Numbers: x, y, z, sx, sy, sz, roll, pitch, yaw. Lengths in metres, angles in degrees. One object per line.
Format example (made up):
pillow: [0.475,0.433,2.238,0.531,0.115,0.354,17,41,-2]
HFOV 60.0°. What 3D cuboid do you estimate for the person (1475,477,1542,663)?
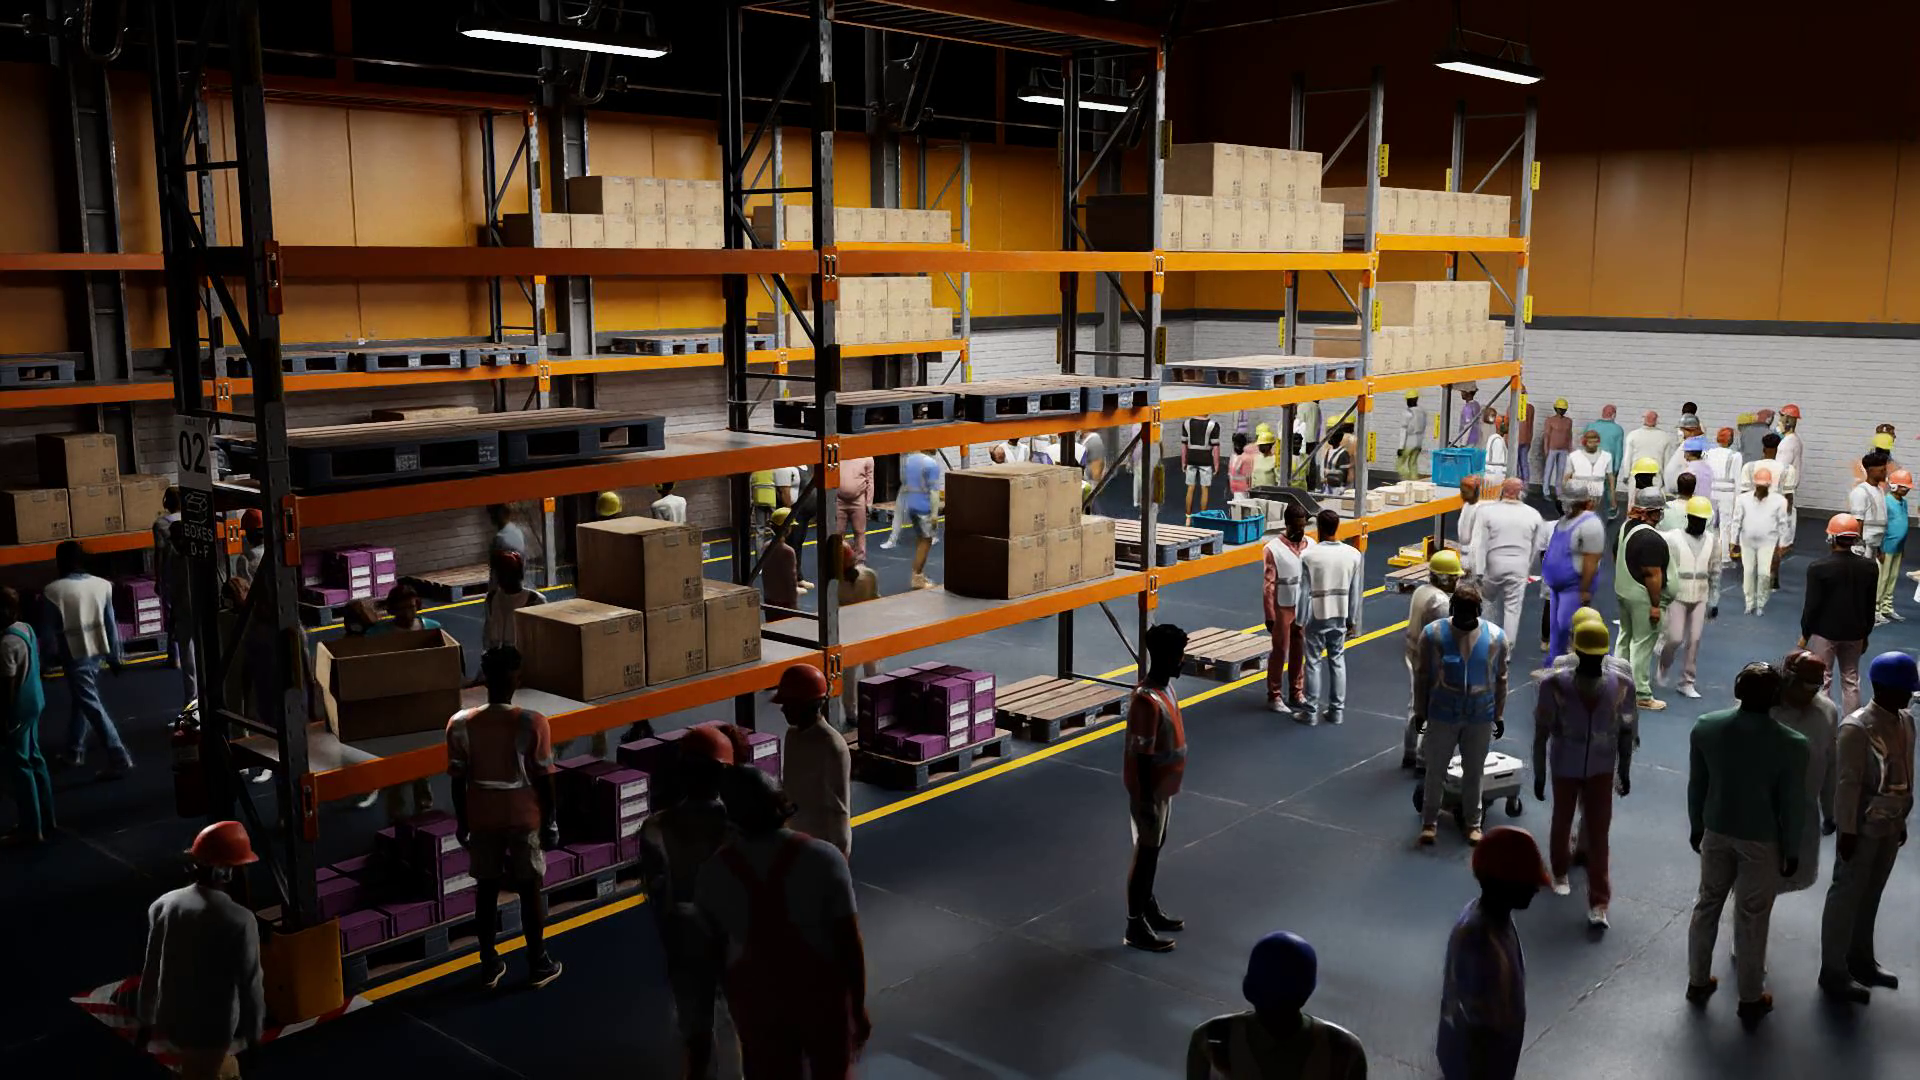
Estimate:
person: [5.602,0.281,17.118,0.640,1.865,0.929,2,10,9]

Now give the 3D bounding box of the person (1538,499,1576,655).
person: [6.235,0.356,17.187,0.535,1.697,0.318,9,13,42]

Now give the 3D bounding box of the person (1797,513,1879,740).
person: [7.281,0.769,13.829,0.609,1.995,0.378,-1,10,-3]

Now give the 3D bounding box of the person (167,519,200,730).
person: [-6.686,0.733,14.444,0.508,1.865,0.329,4,10,22]

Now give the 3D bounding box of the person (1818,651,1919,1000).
person: [5.080,1.561,9.241,0.614,1.945,0.406,-6,11,-33]

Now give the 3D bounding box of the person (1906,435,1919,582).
person: [12.330,-0.477,21.173,0.420,2.032,0.608,2,10,11]

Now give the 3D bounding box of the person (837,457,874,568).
person: [-1.438,-0.486,21.587,0.641,1.908,0.407,0,10,2]

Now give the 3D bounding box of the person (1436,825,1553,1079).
person: [2.055,2.036,6.478,0.384,1.946,0.548,5,11,26]

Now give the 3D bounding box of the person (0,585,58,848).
person: [-6.595,1.216,11.634,0.327,1.838,0.510,-2,10,-12]

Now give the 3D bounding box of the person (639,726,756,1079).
person: [-1.084,1.835,7.499,0.669,1.983,0.820,1,10,9]

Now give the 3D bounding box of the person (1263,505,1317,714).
person: [2.967,0.616,15.018,0.597,1.907,0.402,-6,11,-32]

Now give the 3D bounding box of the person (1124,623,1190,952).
person: [1.167,1.448,9.890,0.369,1.957,0.605,3,10,16]

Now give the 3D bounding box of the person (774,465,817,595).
person: [-1.985,-0.362,20.445,0.537,2.000,0.680,2,10,10]

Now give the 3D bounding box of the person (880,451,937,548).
person: [-0.705,-0.737,23.714,0.884,1.701,0.492,-8,12,-39]

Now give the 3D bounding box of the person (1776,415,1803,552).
person: [11.618,-0.797,23.380,0.366,1.931,0.632,7,12,37]

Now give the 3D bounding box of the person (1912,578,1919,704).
person: [9.006,0.607,15.275,0.563,1.835,0.401,-8,13,-40]

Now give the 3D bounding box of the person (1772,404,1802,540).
person: [12.077,-0.996,24.396,0.391,1.986,0.609,1,10,3]

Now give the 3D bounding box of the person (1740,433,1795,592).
person: [9.955,-0.342,20.550,0.613,1.962,0.367,4,10,25]

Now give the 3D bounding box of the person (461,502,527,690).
person: [-4.202,0.522,15.615,0.992,1.903,0.641,-1,10,-8]

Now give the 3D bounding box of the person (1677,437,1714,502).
person: [8.969,-0.309,20.488,0.616,1.925,0.591,-6,11,-31]

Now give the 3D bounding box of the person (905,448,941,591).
person: [-0.467,-0.376,20.696,0.648,1.987,0.635,-8,12,-39]

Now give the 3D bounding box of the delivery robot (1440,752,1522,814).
delivery robot: [3.755,1.724,12.142,0.707,0.478,0.477,-5,11,-28]

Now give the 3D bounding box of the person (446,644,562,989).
person: [-2.533,1.547,9.292,0.603,1.958,0.380,1,10,4]

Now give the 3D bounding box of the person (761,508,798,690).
person: [-1.679,0.572,15.690,0.330,1.768,0.526,-7,12,-36]

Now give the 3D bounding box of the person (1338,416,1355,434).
person: [6.118,-1.184,26.566,0.498,1.634,0.280,-9,13,-43]

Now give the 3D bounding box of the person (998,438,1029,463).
person: [0.719,-0.693,22.746,0.543,1.933,0.363,-5,11,-26]

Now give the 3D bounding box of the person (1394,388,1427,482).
person: [7.683,-1.645,28.470,0.644,1.913,0.460,-7,12,-35]

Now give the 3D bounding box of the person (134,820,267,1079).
person: [-3.246,2.049,7.103,0.611,1.688,0.917,5,11,28]

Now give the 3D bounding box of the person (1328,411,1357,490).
person: [5.551,-0.935,24.301,0.847,1.903,0.589,-7,12,-34]

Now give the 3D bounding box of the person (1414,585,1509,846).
person: [3.487,1.220,11.597,0.633,1.841,0.429,2,10,10]

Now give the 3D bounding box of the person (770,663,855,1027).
person: [-0.787,1.619,8.793,0.408,1.986,0.617,-6,11,-32]

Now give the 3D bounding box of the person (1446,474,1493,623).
person: [5.273,0.237,17.427,0.817,1.852,0.575,-1,10,-8]

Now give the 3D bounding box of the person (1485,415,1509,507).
person: [7.733,-0.873,24.005,0.355,1.876,0.574,2,10,9]

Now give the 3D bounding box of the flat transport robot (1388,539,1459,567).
flat transport robot: [6.437,0.184,22.457,0.652,0.197,1.431,9,13,44]

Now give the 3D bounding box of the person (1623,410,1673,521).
person: [10.087,-0.953,24.444,0.657,1.897,0.408,2,10,11]

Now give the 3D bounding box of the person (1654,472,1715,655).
person: [7.436,0.257,17.159,0.585,1.911,0.391,3,10,16]

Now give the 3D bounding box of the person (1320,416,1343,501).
person: [5.655,-1.010,25.234,0.486,1.738,0.320,-4,10,-24]

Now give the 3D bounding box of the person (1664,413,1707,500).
person: [9.851,-0.724,22.608,0.535,2.000,0.687,2,10,14]

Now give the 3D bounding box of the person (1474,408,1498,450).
person: [9.036,-1.483,28.514,0.529,1.587,0.862,0,10,-2]

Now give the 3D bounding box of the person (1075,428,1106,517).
person: [1.775,-0.834,23.263,0.542,2.000,0.698,-1,10,-5]

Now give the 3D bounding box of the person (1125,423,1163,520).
person: [2.886,-1.213,26.120,0.540,1.842,0.627,4,10,22]

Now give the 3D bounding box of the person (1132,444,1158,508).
person: [3.043,-1.339,27.470,0.315,1.641,0.514,-9,13,-43]

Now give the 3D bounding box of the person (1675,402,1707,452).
person: [11.310,-1.187,25.781,0.392,1.911,0.584,-3,10,-18]
